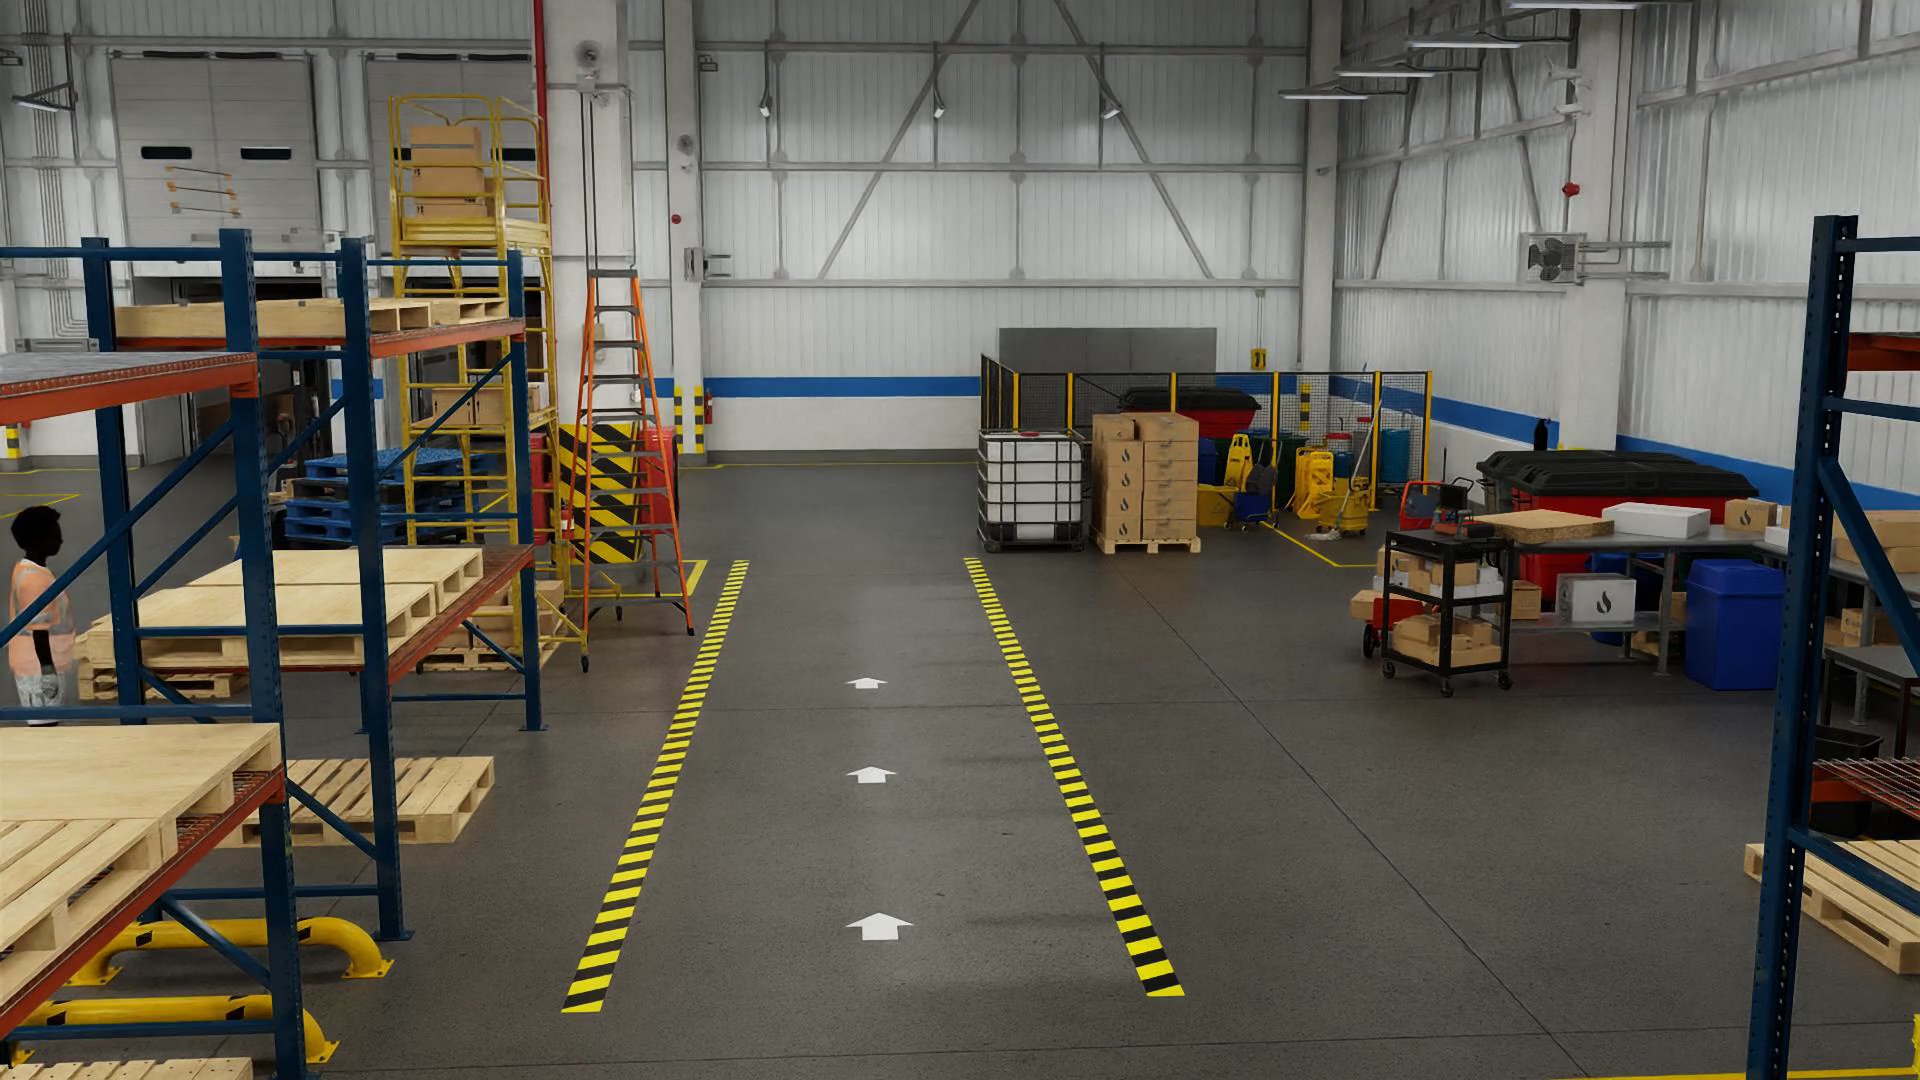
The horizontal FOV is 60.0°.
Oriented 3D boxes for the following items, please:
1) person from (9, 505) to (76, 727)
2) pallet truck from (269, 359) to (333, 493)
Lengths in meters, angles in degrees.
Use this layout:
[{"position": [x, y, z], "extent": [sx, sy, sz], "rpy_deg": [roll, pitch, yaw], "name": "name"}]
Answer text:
[{"position": [-4.778, 0.662, 8.678], "extent": [0.317, 1.696, 0.540], "rpy_deg": [-5, 11, -31], "name": "person"}, {"position": [-7.062, -1.131, 18.996], "extent": [1.885, 1.965, 0.823], "rpy_deg": [2, 9, 13], "name": "pallet truck"}]
